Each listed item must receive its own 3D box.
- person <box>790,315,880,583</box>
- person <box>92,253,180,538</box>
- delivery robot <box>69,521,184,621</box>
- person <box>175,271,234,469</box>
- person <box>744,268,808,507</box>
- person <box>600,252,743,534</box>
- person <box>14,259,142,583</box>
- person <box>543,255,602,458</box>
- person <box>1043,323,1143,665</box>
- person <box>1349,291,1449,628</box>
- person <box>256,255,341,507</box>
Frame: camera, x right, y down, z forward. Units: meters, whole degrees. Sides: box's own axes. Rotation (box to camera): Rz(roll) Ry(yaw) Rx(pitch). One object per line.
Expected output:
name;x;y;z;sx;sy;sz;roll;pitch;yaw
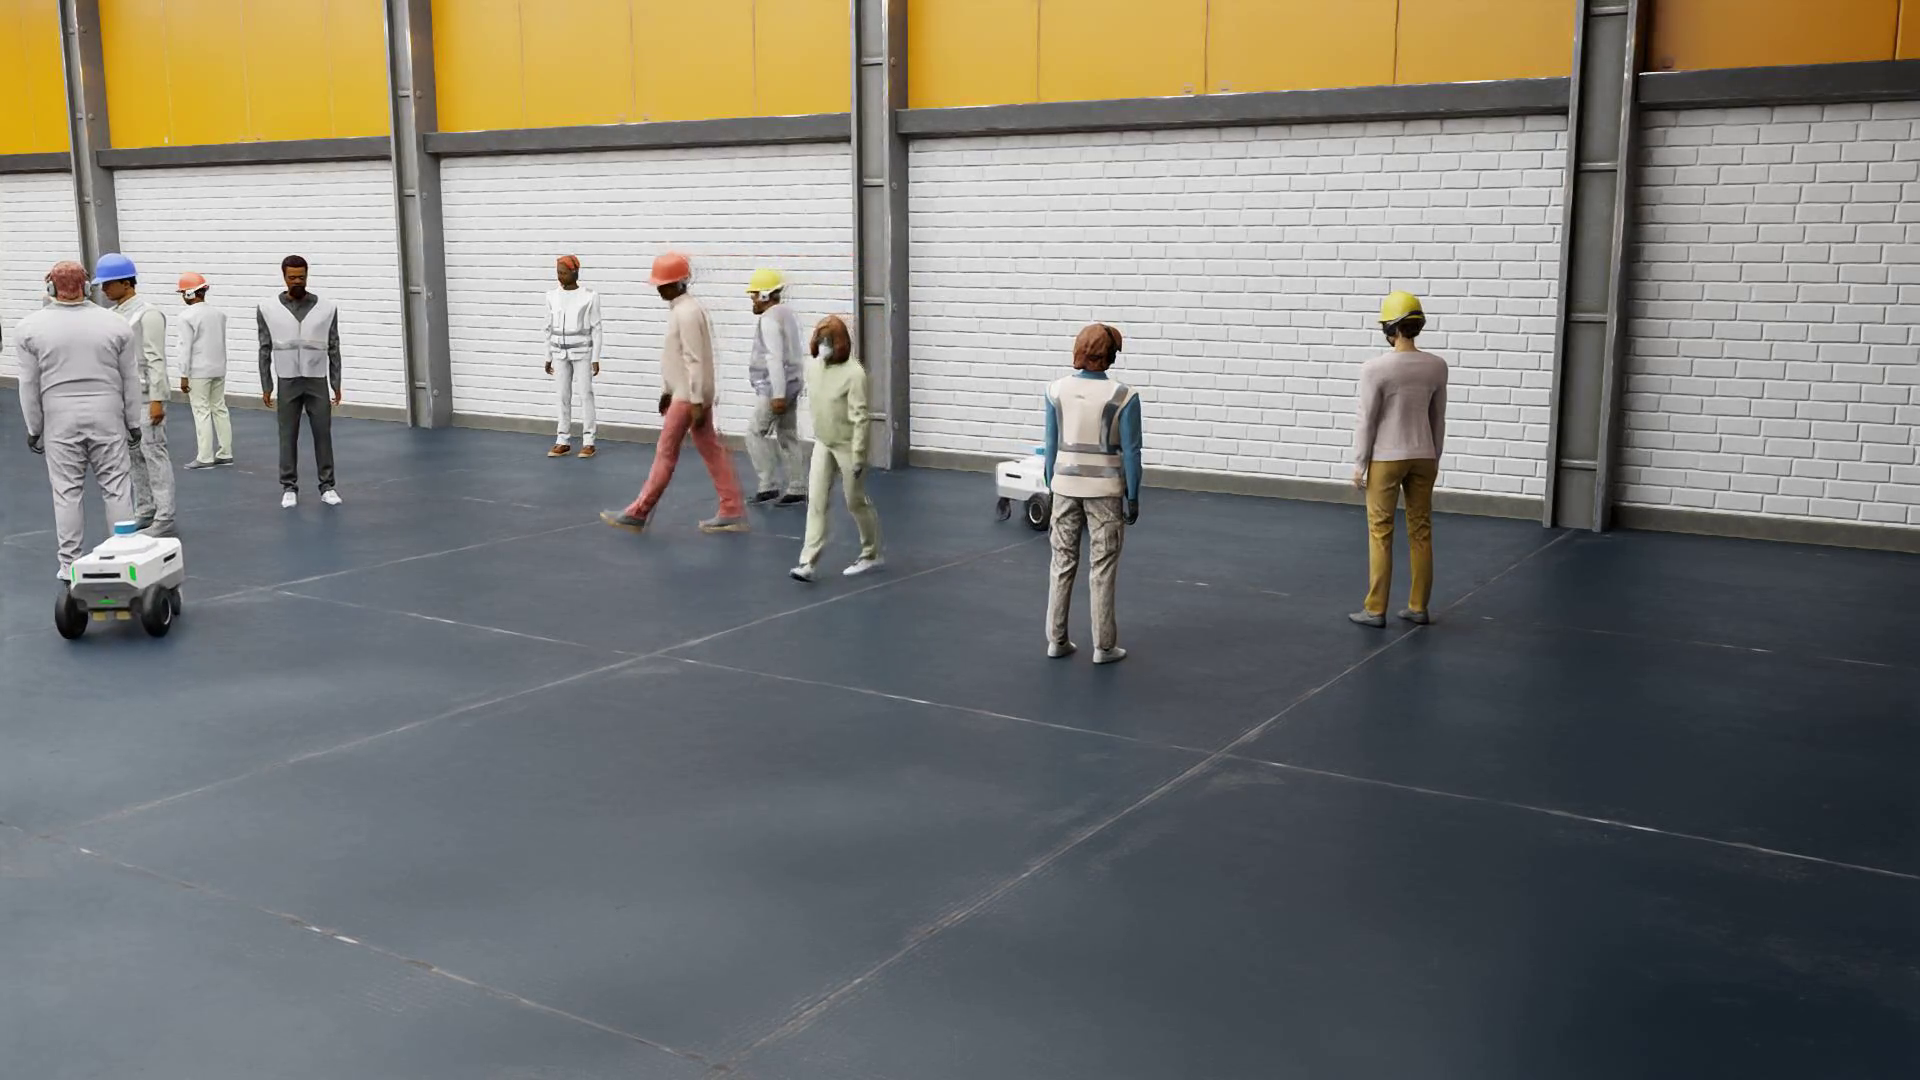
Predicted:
person;-0.730;-0.527;9.784;0.515;1.581;0.836;8;13;38
person;-5.621;-0.976;11.337;0.624;1.935;0.414;7;12;32
delivery robot;-4.337;0.147;8.676;0.477;0.478;0.707;-1;10;-6
person;-6.751;-1.507;14.799;0.351;1.744;0.565;3;11;15
person;-1.436;-1.134;12.539;0.595;1.808;0.634;1;10;8
person;-1.980;-0.982;11.347;1.016;1.923;0.679;-1;10;-7
person;-5.205;-0.701;9.879;0.641;1.912;0.407;-6;12;-30
person;-3.617;-1.704;15.509;0.573;1.884;0.356;2;11;13
person;0.624;-0.213;7.950;0.519;1.631;0.313;6;12;30
person;2.288;-0.414;8.715;0.523;1.760;0.335;-3;11;-18
person;-5.025;-1.208;12.689;0.592;1.910;0.379;-5;12;-27
